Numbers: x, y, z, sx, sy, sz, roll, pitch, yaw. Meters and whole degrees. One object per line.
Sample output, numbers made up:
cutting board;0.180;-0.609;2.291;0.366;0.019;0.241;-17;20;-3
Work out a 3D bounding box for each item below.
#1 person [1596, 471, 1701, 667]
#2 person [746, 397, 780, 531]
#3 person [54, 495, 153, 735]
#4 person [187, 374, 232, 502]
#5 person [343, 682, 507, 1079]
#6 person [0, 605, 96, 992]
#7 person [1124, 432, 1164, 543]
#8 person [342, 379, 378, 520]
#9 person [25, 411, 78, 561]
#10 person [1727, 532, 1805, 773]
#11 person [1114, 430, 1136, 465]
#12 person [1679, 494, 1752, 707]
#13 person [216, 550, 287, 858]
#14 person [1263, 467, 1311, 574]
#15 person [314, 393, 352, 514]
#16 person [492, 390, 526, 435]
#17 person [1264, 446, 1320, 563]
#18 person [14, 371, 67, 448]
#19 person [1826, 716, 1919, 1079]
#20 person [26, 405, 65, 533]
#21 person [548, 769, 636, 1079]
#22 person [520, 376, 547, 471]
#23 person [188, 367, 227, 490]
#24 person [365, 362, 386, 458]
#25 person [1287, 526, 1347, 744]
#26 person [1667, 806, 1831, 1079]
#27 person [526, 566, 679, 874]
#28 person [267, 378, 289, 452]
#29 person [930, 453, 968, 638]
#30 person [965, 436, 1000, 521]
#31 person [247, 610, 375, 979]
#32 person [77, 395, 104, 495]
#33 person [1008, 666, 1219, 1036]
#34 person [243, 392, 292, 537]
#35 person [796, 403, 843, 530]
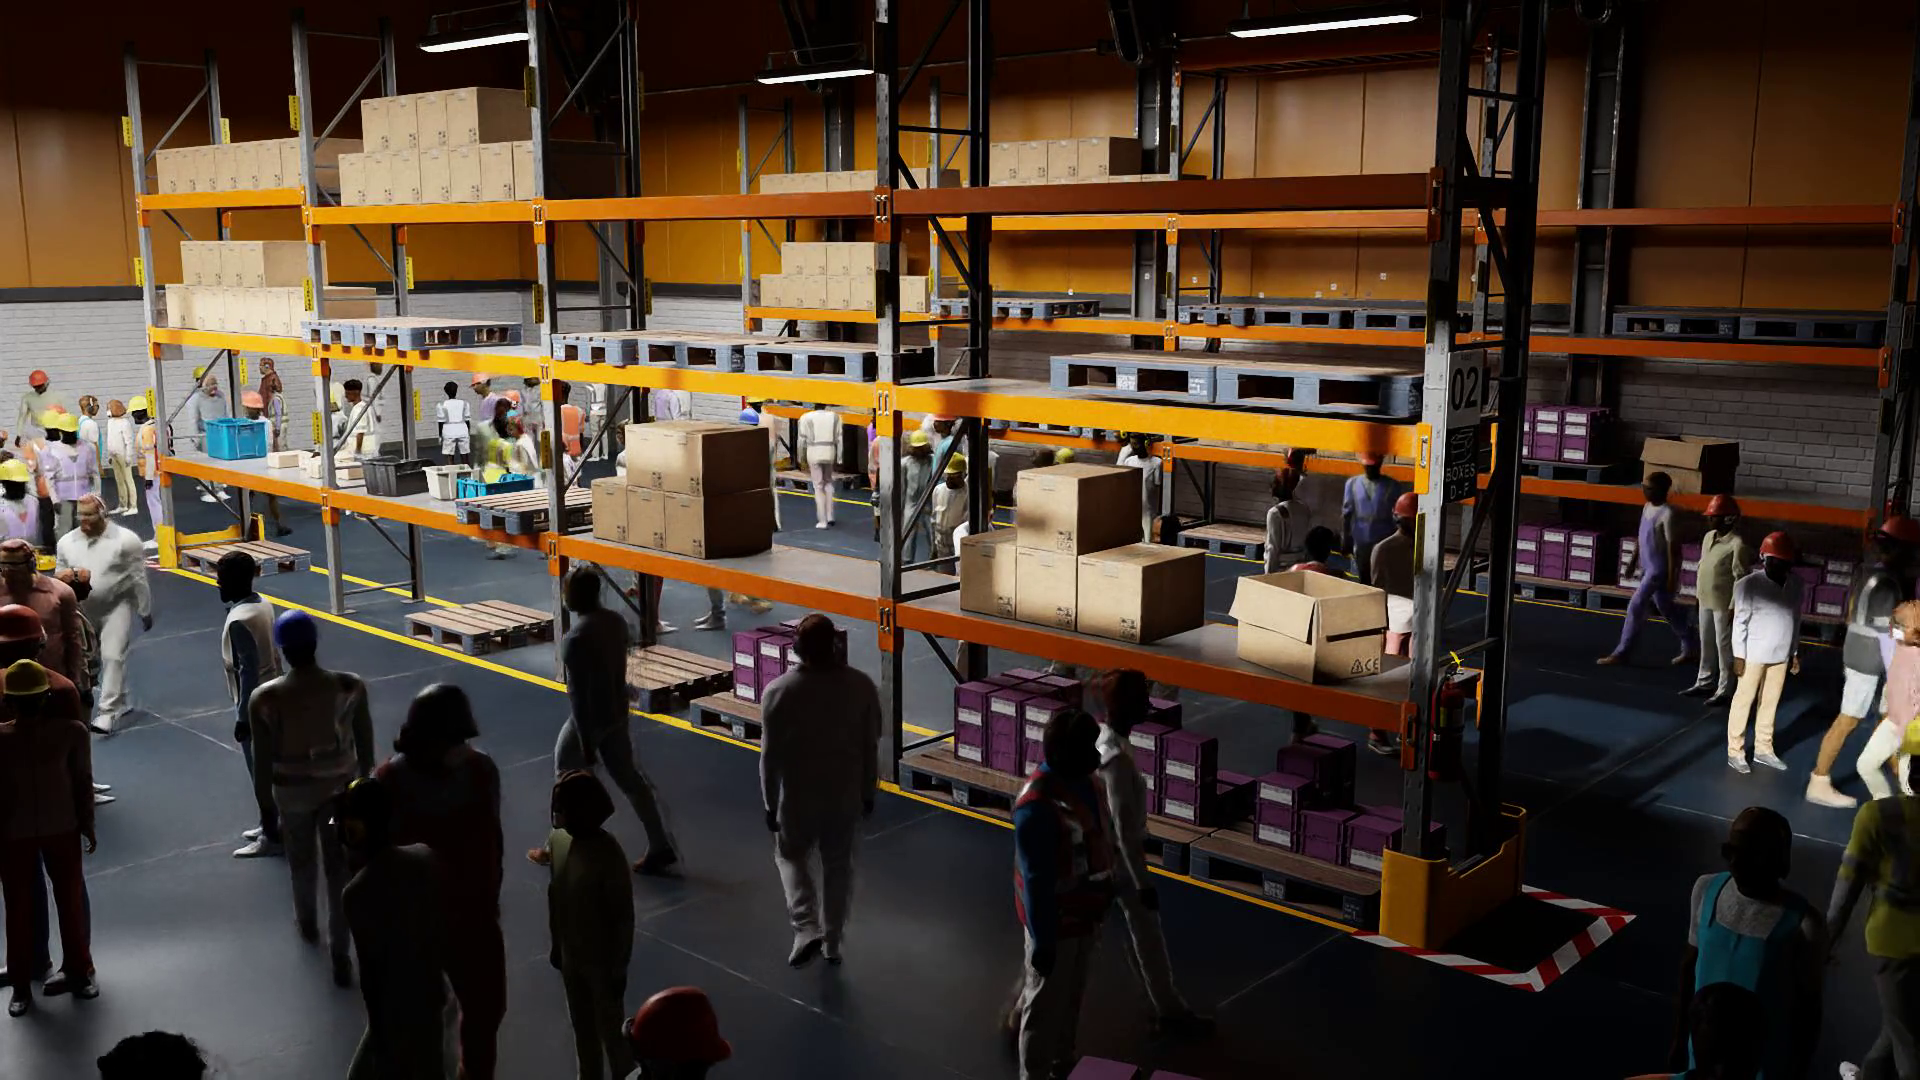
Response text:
person;6.281;0.267;14.901;0.965;1.804;0.515;1;10;5
person;-2.667;-1.062;22.121;0.595;1.914;0.675;-7;12;-34
person;-6.725;0.578;12.940;0.683;1.854;0.992;0;10;0
person;-11.114;-1.520;24.706;0.397;1.899;0.662;5;11;24
person;-2.177;1.556;6.891;0.697;2.000;0.540;-7;12;-33
person;-4.715;1.303;8.449;0.623;1.994;0.382;3;11;17
person;1.937;-0.269;17.751;0.519;1.856;0.351;9;13;40
person;-8.310;-1.261;23.065;0.386;1.956;0.612;-3;10;-16
person;-10.598;-0.575;19.483;0.589;1.889;0.981;-8;13;-38
person;5.820;0.801;11.970;0.565;1.752;0.338;-2;10;-13
person;1.859;-0.437;18.686;0.316;1.861;0.517;1;10;8
person;6.246;0.490;13.731;0.329;1.751;0.567;-2;10;-10
person;-4.372;1.008;10.338;0.375;1.917;0.592;-2;10;-11
person;2.803;0.302;14.424;0.345;1.883;0.584;9;13;41
person;-8.819;-1.205;23.353;0.487;1.741;0.312;-7;12;-34
person;-6.409;-1.281;23.792;0.575;1.739;0.350;5;11;28
person;3.275;-0.018;16.430;0.555;1.819;0.596;5;11;27
person;-13.659;-1.554;24.772;0.659;1.929;0.955;-1;10;-4
person;3.942;1.639;6.893;0.604;1.874;0.989;0;10;0
person;-12.052;-0.947;22.049;0.547;1.690;0.827;-6;11;-29
person;-1.552;1.747;6.965;0.503;1.632;0.274;9;13;42
person;-7.201;-2.029;28.040;0.490;1.731;0.324;3;10;17
person;-11.703;-1.732;25.835;0.395;1.919;0.589;6;12;31
person;-10.231;-2.275;29.091;0.394;1.856;0.751;-2;10;-13
person;2.657;0.735;12.614;0.602;1.665;0.551;-9;13;-41
person;2.768;1.828;5.904;0.344;1.847;0.507;-7;12;-36
person;-2.154;1.084;9.987;0.989;1.898;0.618;5;11;24
person;-11.086;-1.812;27.068;0.312;1.639;0.518;-3;11;-18
person;-0.032;0.062;15.970;0.590;1.824;0.404;6;11;29
person;0.208;-0.454;19.070;0.342;1.749;0.573;8;13;40
person;-3.403;1.296;8.787;0.597;1.896;0.976;-3;11;-18
person;-11.383;-0.977;21.791;0.503;1.839;0.343;9;13;40
person;0.698;1.497;7.850;0.999;1.837;0.583;1;10;5
person;-9.033;-0.954;21.499;0.960;1.889;0.561;9;13;41
person;-1.894;-1.106;22.339;0.594;1.901;0.680;-4;11;-24
